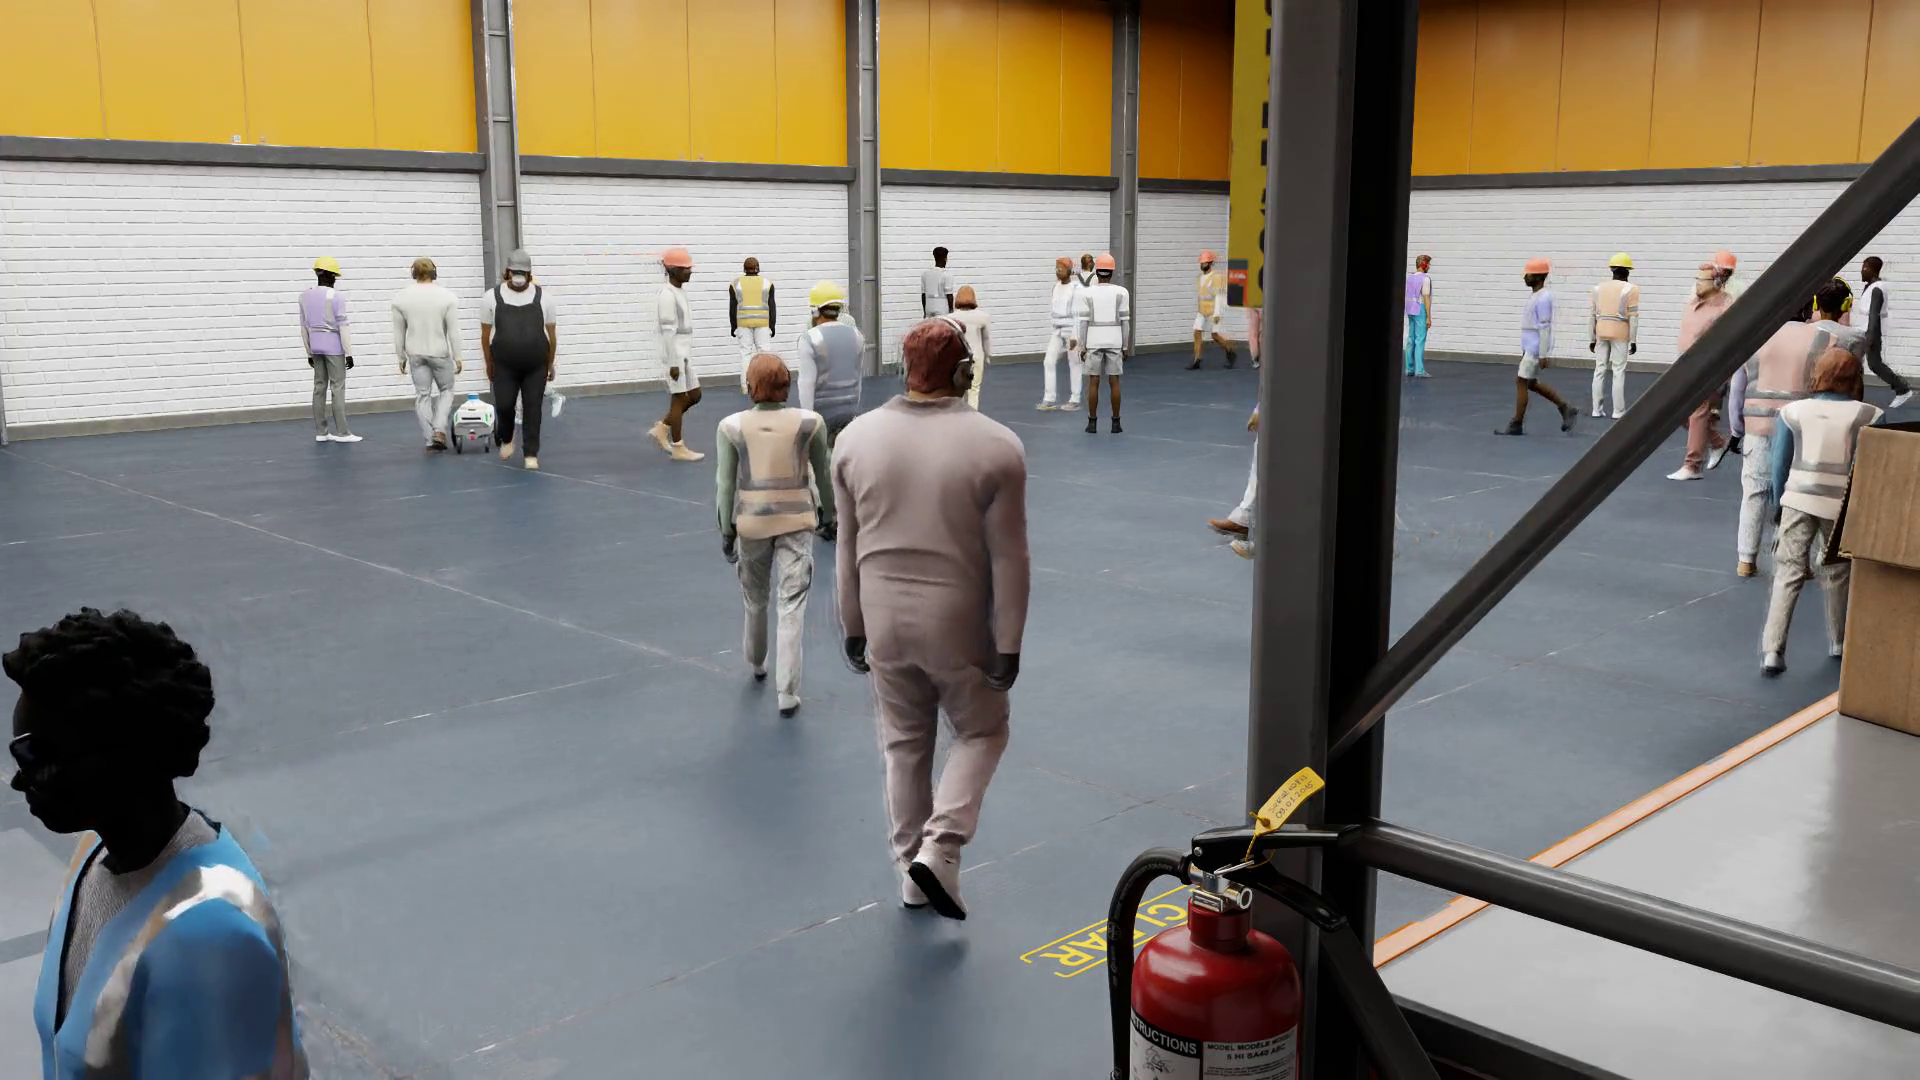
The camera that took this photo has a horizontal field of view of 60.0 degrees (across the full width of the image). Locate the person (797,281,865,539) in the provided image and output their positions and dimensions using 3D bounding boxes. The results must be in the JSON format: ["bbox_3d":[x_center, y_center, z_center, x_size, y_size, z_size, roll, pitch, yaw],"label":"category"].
[{"bbox_3d":[-0.926,-0.900,11.656,0.601,1.816,0.423,-9,14,-40],"label":"person"}]

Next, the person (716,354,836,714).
[{"bbox_3d":[-0.838,-0.053,7.656,0.533,1.595,0.861,0,10,-1],"label":"person"}]

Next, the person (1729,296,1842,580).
[{"bbox_3d":[5.110,-0.668,10.328,0.627,1.843,0.429,8,13,36],"label":"person"}]

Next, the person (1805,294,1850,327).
[{"bbox_3d":[9.553,-2.092,18.357,0.526,1.734,0.546,-9,14,-41],"label":"person"}]

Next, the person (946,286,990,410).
[{"bbox_3d":[0.072,-1.890,17.679,0.500,1.590,0.856,0,10,-1],"label":"person"}]

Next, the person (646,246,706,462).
[{"bbox_3d":[-2.667,-1.732,15.617,0.483,2.031,0.640,0,10,3],"label":"person"}]

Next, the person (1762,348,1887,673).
[{"bbox_3d":[4.235,-0.146,8.187,0.519,1.585,0.893,9,14,41],"label":"person"}]

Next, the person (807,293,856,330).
[{"bbox_3d":[-1.260,-1.691,16.468,0.500,1.636,0.281,1,10,6],"label":"person"}]

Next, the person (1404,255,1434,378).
[{"bbox_3d":[6.882,-3.355,24.979,0.389,1.842,0.566,-3,11,-17],"label":"person"}]

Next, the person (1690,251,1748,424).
[{"bbox_3d":[8.575,-2.292,18.904,0.628,1.931,1.000,6,12,28],"label":"person"}]

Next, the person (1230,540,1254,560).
[{"bbox_3d":[2.202,-0.670,10.345,0.991,1.835,0.594,0,10,-1],"label":"person"}]

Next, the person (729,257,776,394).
[{"bbox_3d":[-2.795,-2.891,22.461,0.630,1.840,0.429,-1,10,-7],"label":"person"}]

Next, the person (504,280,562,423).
[{"bbox_3d":[-4.900,-2.180,18.874,0.614,1.727,0.490,-7,13,-34],"label":"person"}]

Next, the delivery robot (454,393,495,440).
[{"bbox_3d":[-4.843,-1.219,16.593,0.477,0.478,0.707,-2,11,-11],"label":"delivery robot"}]

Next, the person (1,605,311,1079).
[{"bbox_3d":[-1.007,0.912,2.155,0.362,1.687,0.538,-10,14,-43],"label":"person"}]

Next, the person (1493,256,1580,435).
[{"bbox_3d":[6.175,-2.049,17.671,0.806,1.919,0.552,2,11,13],"label":"person"}]

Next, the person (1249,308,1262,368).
[{"bbox_3d":[3.408,-2.055,17.827,0.650,1.872,0.900,4,11,22],"label":"person"}]

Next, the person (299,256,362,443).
[{"bbox_3d":[-6.495,-1.953,17.129,0.586,1.917,0.381,4,11,21],"label":"person"}]

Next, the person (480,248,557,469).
[{"bbox_3d":[-4.015,-1.666,15.229,0.679,2.000,0.582,-3,11,-17],"label":"person"}]

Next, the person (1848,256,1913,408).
[{"bbox_3d":[11.360,-2.569,20.607,0.905,1.887,0.601,3,11,18],"label":"person"}]

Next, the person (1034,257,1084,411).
[{"bbox_3d":[1.204,-2.465,20.066,0.766,1.857,0.603,-9,13,-39],"label":"person"}]

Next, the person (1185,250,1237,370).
[{"bbox_3d":[4.013,-3.647,26.419,0.898,1.909,0.555,-6,12,-31],"label":"person"}]

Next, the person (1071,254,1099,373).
[{"bbox_3d":[1.943,-3.454,25.518,0.507,1.842,0.339,3,11,15],"label":"person"}]

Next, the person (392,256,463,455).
[{"bbox_3d":[-5.173,-1.788,16.206,0.655,1.924,0.442,-1,10,-6],"label":"person"}]

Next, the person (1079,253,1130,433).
[{"bbox_3d":[1.551,-2.112,17.944,0.544,1.939,0.354,0,10,1],"label":"person"}]

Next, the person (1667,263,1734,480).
[{"bbox_3d":[6.515,-1.464,14.524,0.617,1.893,0.659,-2,11,-11],"label":"person"}]

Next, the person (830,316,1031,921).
[{"bbox_3d":[-0.097,0.263,5.128,0.646,1.892,0.514,4,11,19],"label":"person"}]

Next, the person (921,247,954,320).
[{"bbox_3d":[-0.323,-3.500,25.430,0.611,1.964,0.364,9,14,40],"label":"person"}]

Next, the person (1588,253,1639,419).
[{"bbox_3d":[7.612,-2.366,19.366,0.383,1.923,0.588,-8,13,-39],"label":"person"}]

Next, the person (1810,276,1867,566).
[{"bbox_3d":[5.586,-0.767,10.804,0.538,1.866,0.312,10,14,42],"label":"person"}]

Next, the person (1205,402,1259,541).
[{"bbox_3d":[2.127,-0.876,11.335,0.928,1.888,0.631,1,10,4],"label":"person"}]
